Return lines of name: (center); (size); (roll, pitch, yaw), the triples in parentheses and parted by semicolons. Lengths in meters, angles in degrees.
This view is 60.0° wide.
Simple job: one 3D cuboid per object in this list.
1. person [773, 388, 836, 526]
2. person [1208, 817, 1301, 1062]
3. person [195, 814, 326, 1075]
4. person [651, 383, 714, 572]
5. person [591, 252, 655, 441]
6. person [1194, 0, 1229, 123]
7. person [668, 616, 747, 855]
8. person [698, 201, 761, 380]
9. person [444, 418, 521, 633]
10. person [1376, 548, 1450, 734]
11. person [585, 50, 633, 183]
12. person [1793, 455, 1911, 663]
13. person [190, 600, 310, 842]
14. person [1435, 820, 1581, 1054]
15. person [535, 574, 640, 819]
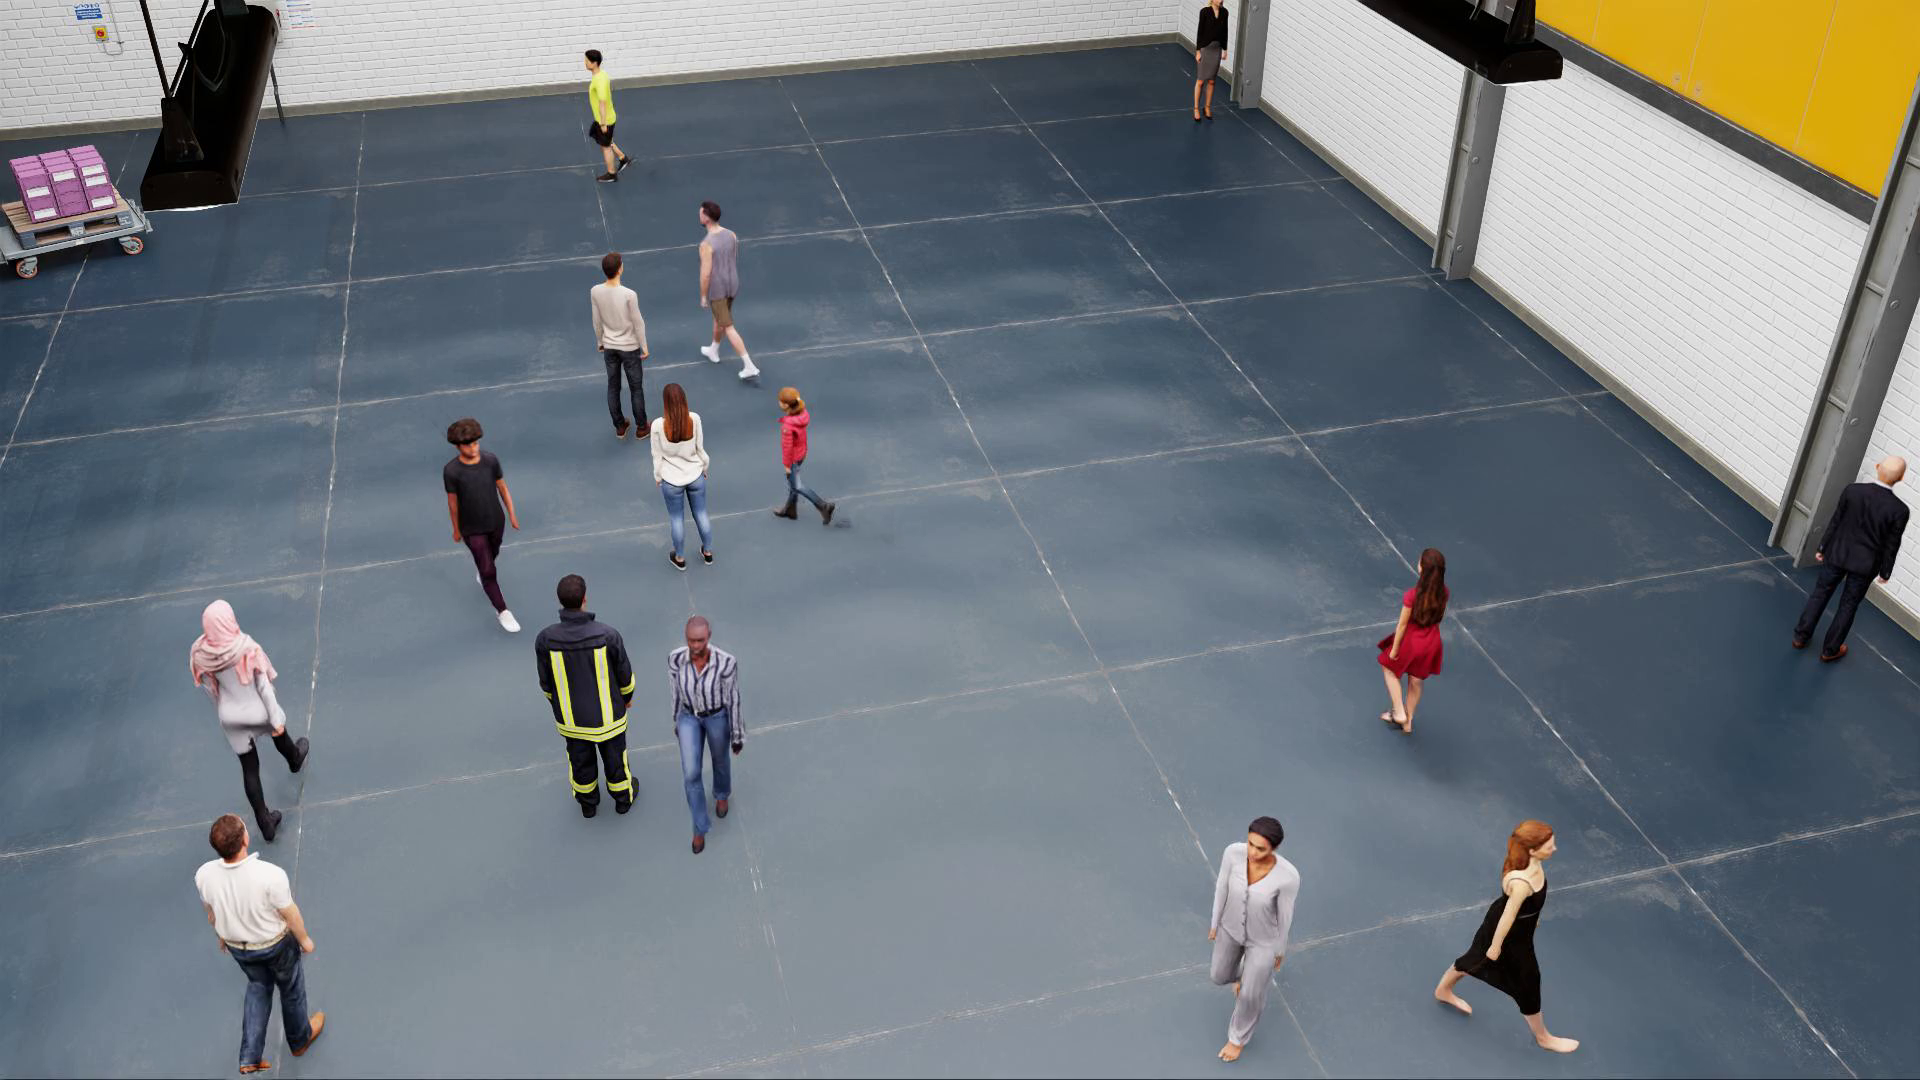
person: (-1.362, -0.704, 14.395); (0.826, 1.299, 0.846); (9, 35, 14)
person: (1.725, 2.218, 9.617); (0.932, 1.722, 0.970); (22, 39, 29)
person: (-3.962, 2.335, 9.334); (0.863, 1.840, 1.011); (4, 34, 6)
person: (-2.291, -0.524, 13.772); (0.625, 1.689, 0.575); (-12, 35, -17)
person: (-3.170, -1.807, 15.543); (0.743, 1.866, 0.736); (8, 35, 12)
person: (3.428, -6.687, 22.909); (0.616, 1.838, 0.542); (-10, 35, -15)
person: (-1.685, 1.178, 11.141); (0.808, 1.768, 0.981); (0, 34, 0)
person: (-2.317, -2.456, 16.583); (1.248, 1.802, 1.069); (24, 41, 32)
person: (-3.833, -0.198, 13.230); (0.948, 1.746, 1.185); (-25, 41, -32)
person: (3.315, 0.776, 11.948); (0.569, 1.543, 0.631); (-11, 35, -16)
person: (-4.432, -5.386, 21.081); (0.724, 1.696, 0.682); (-6, 34, -9)
person: (6.811, 0.145, 12.667); (0.735, 1.797, 0.849); (28, 43, 35)
person: (-4.757, 1.236, 11.057); (0.793, 1.764, 1.174); (-2, 34, -3)
person: (3.112, 2.247, 9.703); (1.077, 1.579, 1.056); (16, 37, 23)
person: (-2.491, 1.065, 11.169); (0.820, 1.924, 0.722); (-3, 34, -4)
